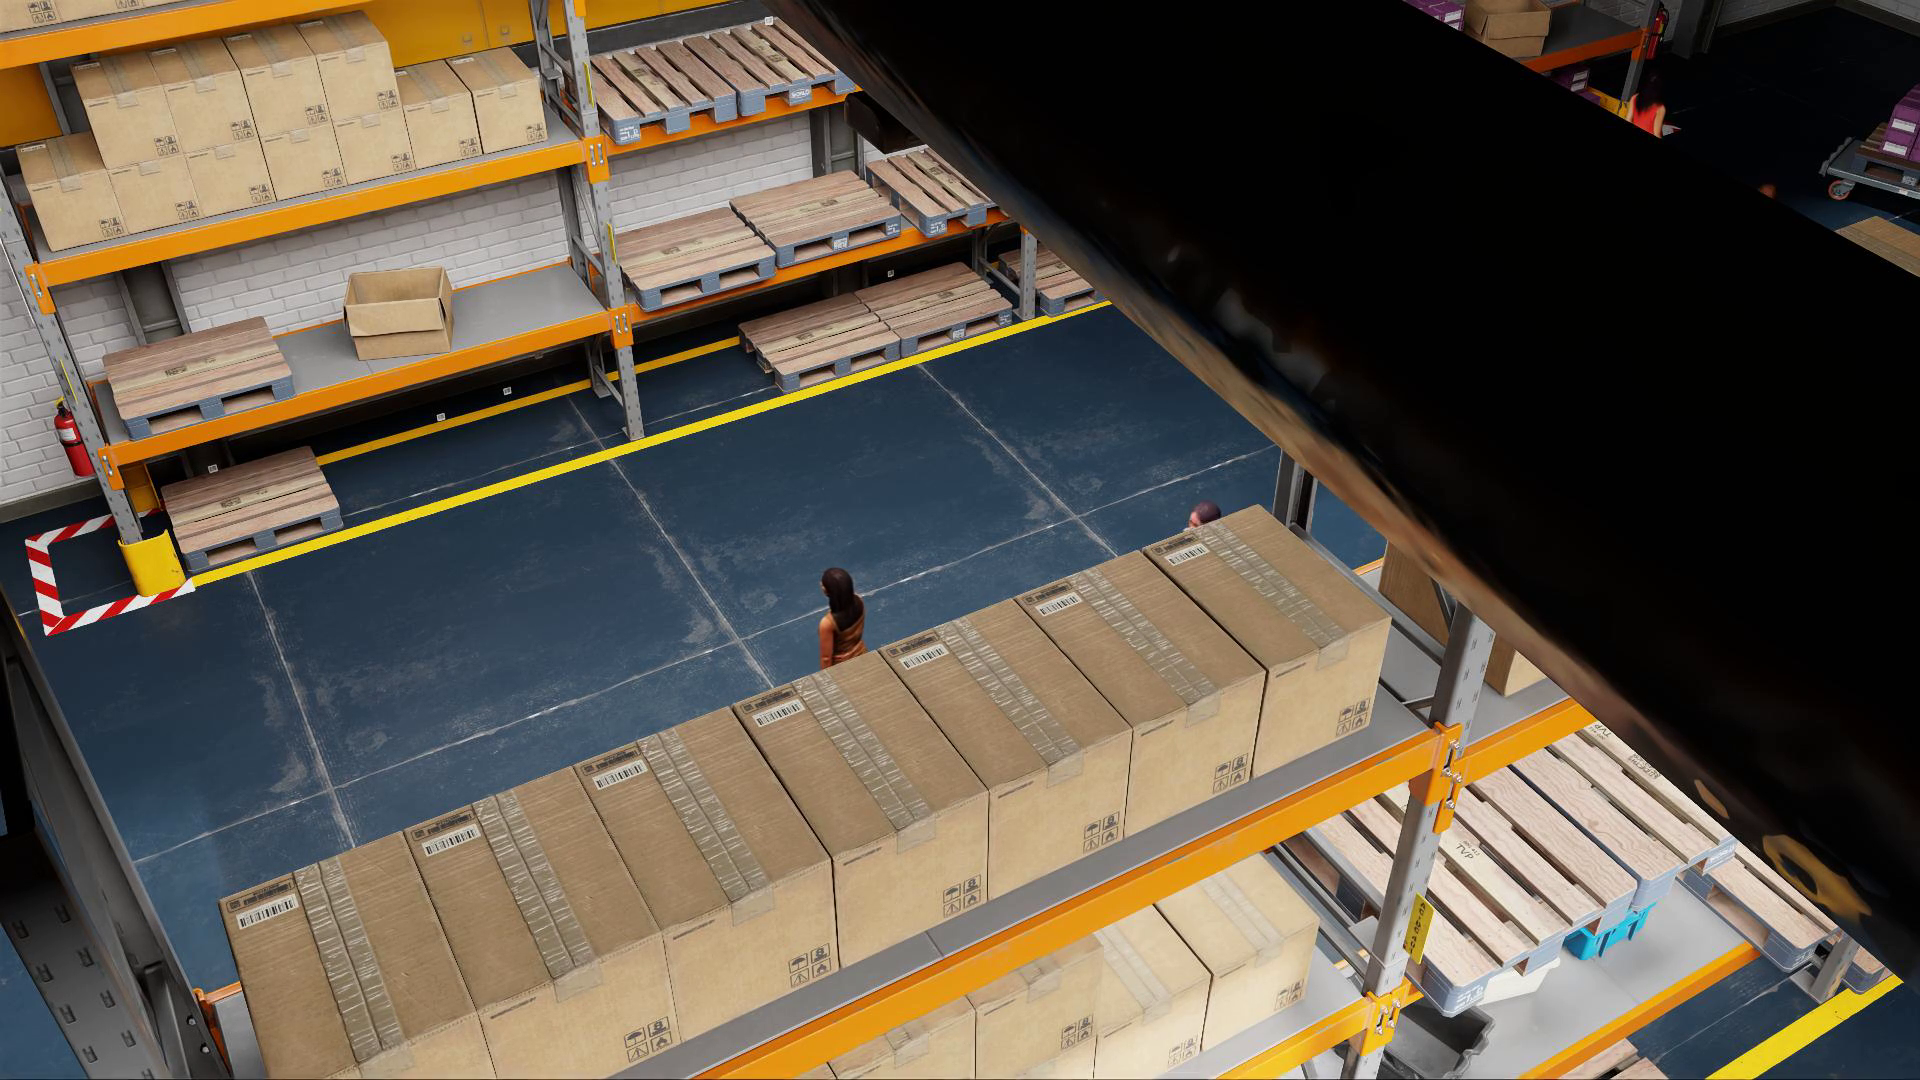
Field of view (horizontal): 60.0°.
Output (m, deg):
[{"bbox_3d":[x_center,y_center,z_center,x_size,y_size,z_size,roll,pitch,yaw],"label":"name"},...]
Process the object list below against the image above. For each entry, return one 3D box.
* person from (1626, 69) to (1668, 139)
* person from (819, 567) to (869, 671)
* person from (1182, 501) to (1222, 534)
[{"bbox_3d":[6.885,-3.964,16.929,0.533,1.718,0.591,-24,44,-27],"label":"person"},{"bbox_3d":[-0.754,0.859,10.936,0.695,1.661,0.584,22,44,25],"label":"person"},{"bbox_3d":[1.678,0.429,11.381,0.956,1.777,0.645,-24,45,-27],"label":"person"}]
